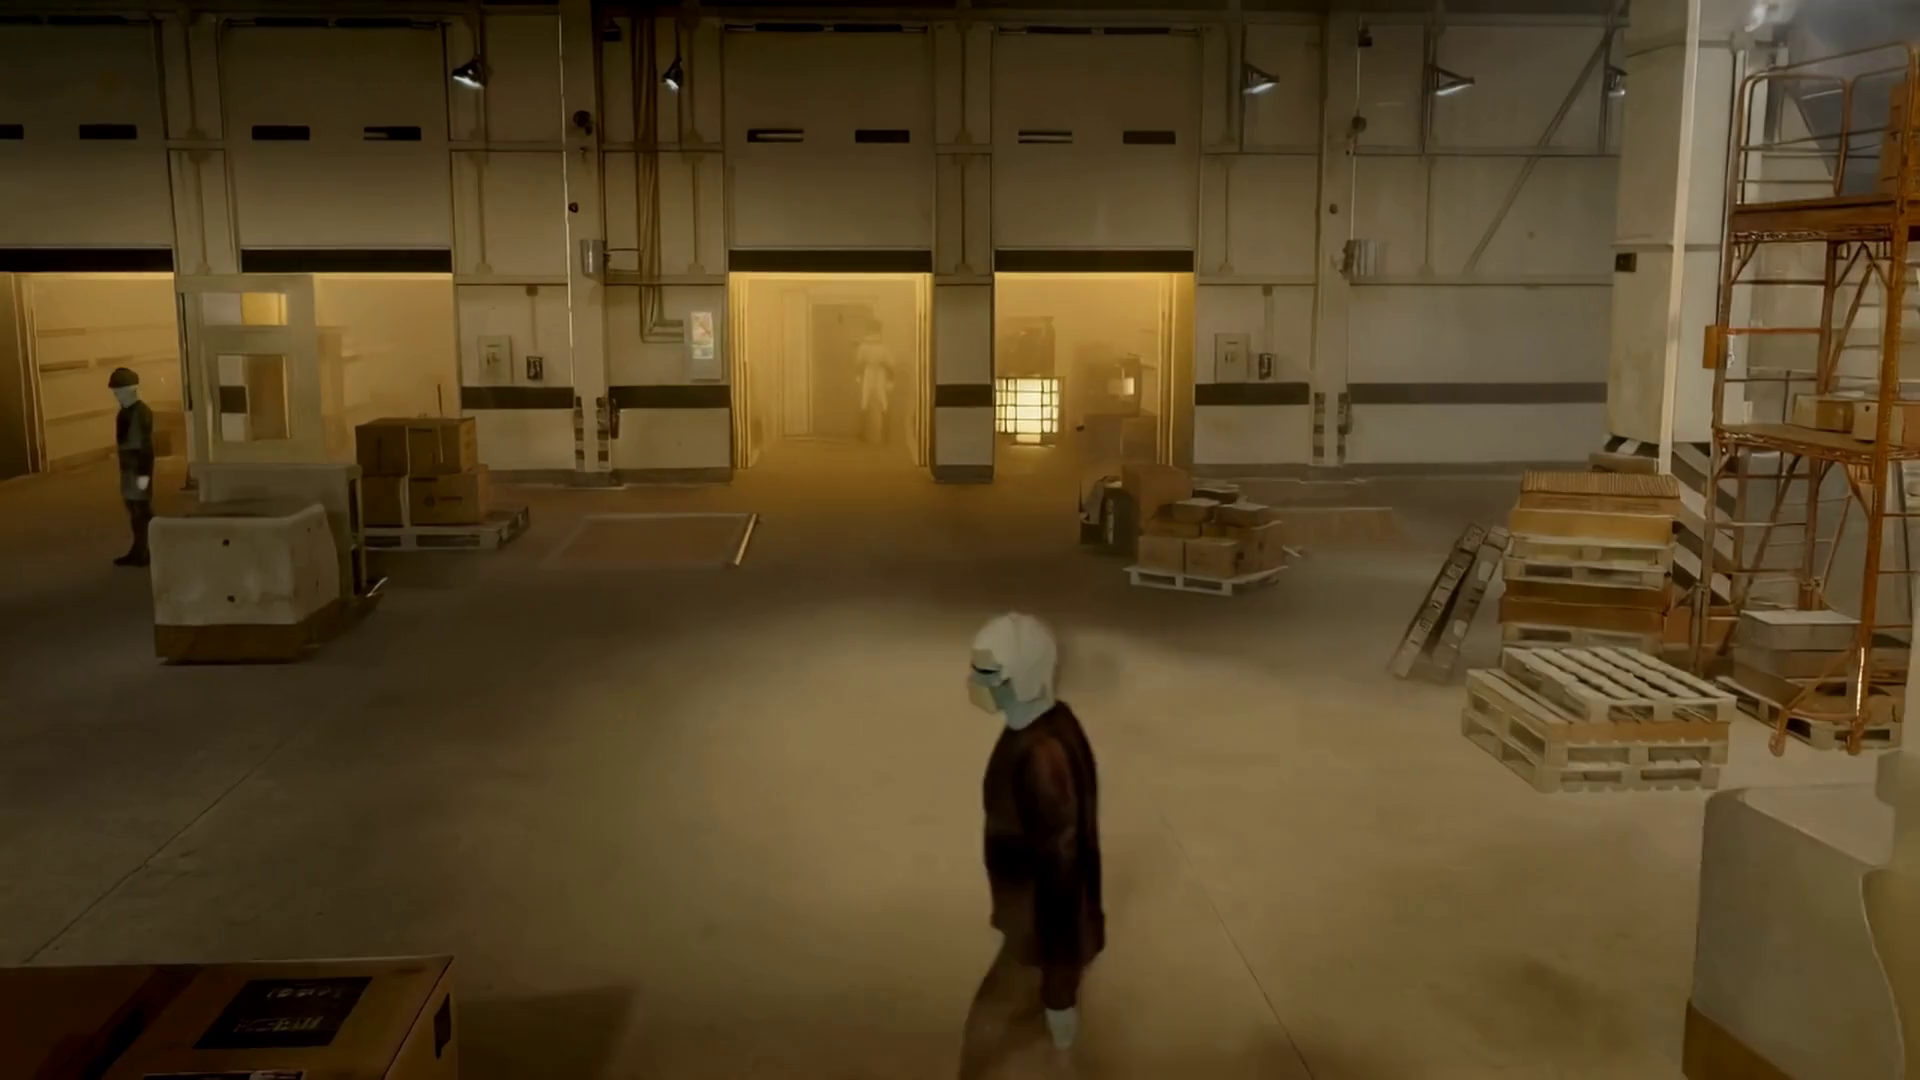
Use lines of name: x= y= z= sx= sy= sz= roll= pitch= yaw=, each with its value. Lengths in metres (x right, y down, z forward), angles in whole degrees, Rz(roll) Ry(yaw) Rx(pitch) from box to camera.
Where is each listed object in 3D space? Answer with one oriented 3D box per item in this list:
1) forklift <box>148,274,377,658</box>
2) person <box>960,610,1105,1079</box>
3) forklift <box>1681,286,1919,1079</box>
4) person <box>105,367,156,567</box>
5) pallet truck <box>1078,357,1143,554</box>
forklift: x=-5.348 y=-0.627 z=12.681 sx=1.129 sy=2.768 sz=1.873 roll=-1 pitch=9 yaw=-4
person: x=0.200 y=1.137 z=4.618 sx=0.441 sy=1.926 sz=0.639 roll=0 pitch=9 yaw=3
forklift: x=3.157 y=0.631 z=4.787 sx=1.129 sy=2.768 sz=1.873 roll=-2 pitch=9 yaw=-10
person: x=-8.025 y=-0.703 z=16.124 sx=0.551 sy=1.934 sz=0.374 roll=8 pitch=12 yaw=41
pallet truck: x=2.088 y=-0.836 z=16.757 sx=1.885 sy=1.965 sz=0.823 roll=2 pitch=9 yaw=13
